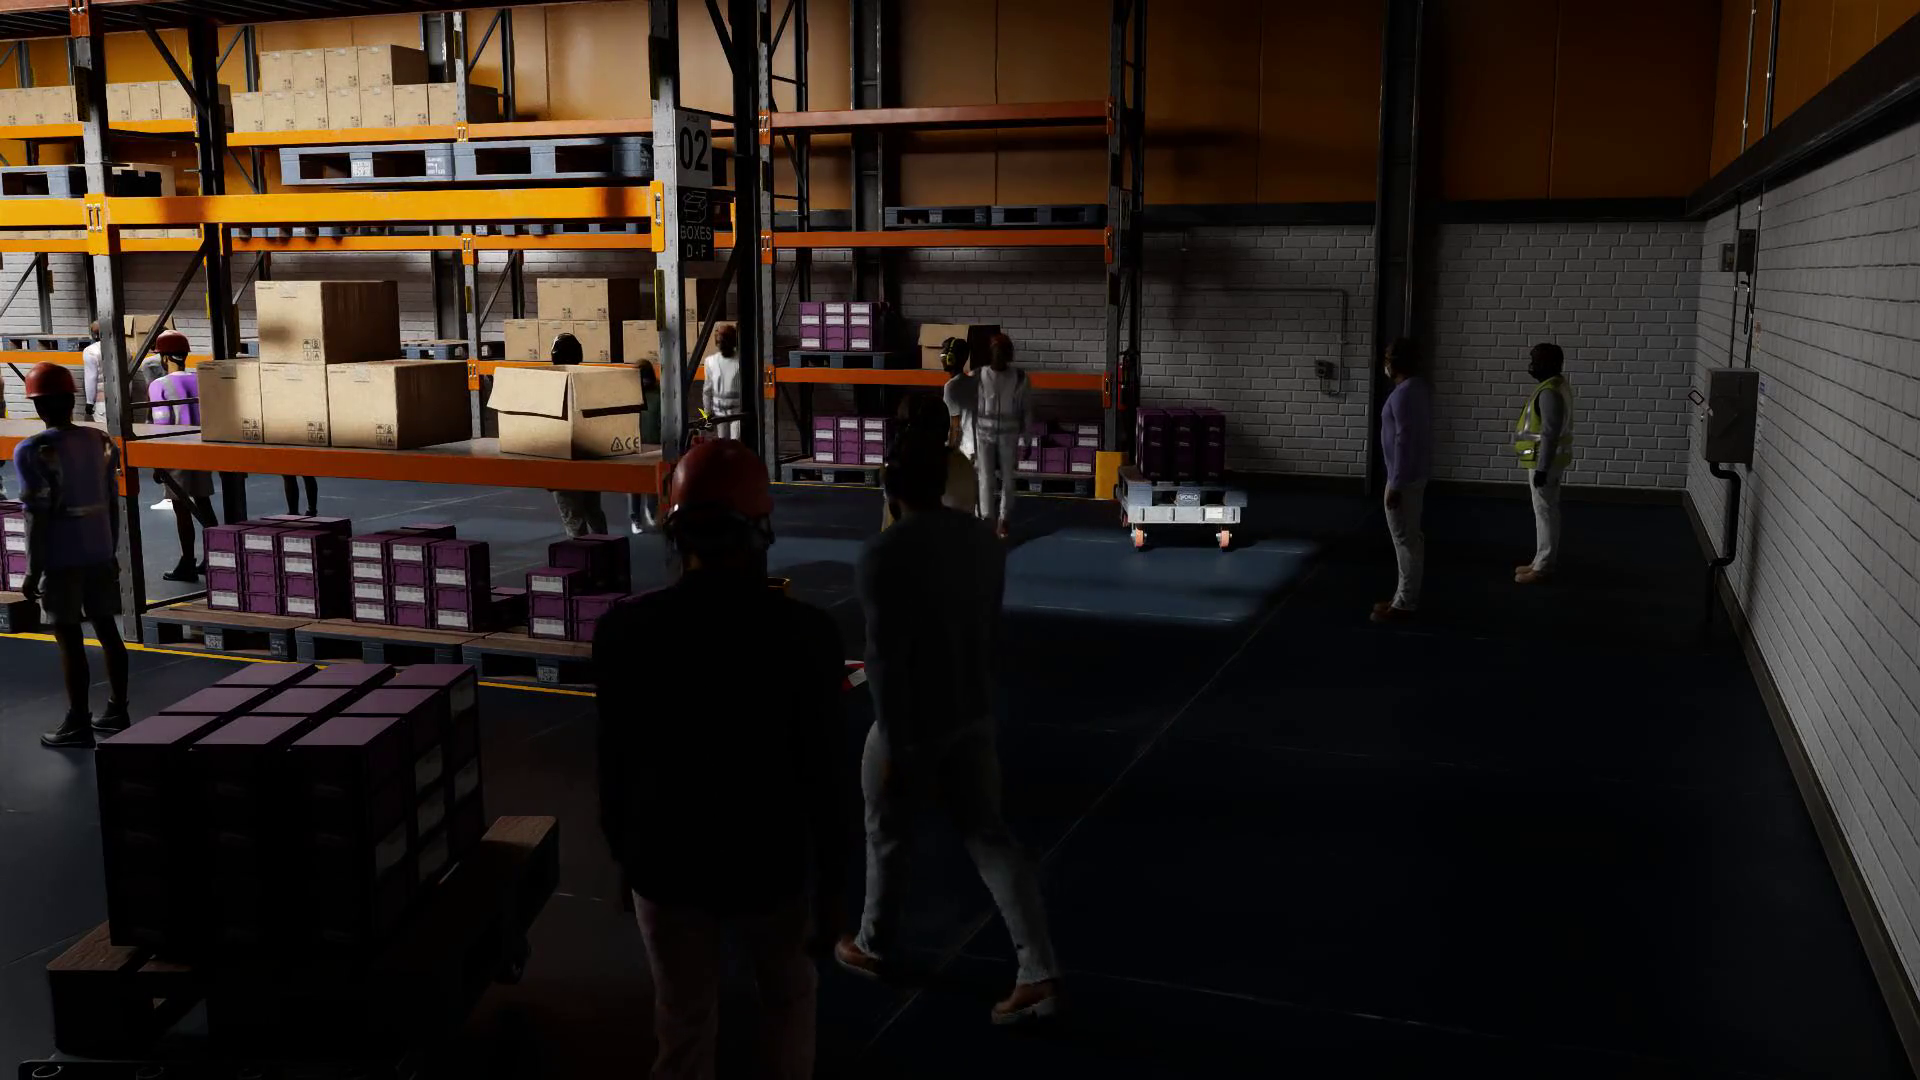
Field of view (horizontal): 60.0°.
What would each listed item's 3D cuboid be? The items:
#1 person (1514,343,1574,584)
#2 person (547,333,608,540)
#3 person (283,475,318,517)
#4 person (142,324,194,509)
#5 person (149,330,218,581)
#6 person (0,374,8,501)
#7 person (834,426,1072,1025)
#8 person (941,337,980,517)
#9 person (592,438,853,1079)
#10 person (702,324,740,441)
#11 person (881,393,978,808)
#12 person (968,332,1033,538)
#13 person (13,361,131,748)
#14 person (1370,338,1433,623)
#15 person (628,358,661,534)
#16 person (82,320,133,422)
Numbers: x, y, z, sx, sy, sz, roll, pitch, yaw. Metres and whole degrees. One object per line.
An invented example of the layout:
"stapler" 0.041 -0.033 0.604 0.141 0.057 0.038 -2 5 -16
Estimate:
"person" 4.470 -0.585 12.754 0.430 1.845 0.624 4 10 23
"person" -2.825 -0.543 12.195 0.379 1.937 0.629 4 10 23
"person" -6.152 -1.024 15.223 0.376 1.934 0.546 4 10 23
"person" -8.005 -1.235 16.748 0.336 1.873 0.521 4 10 23
"person" -6.014 -0.649 12.853 0.375 1.939 0.546 4 10 23
"person" -8.103 -0.767 13.645 0.383 1.923 0.588 4 10 23
"person" -0.025 0.585 5.282 0.643 1.894 1.007 -8 12 -42
"person" -0.023 -0.671 13.204 0.336 1.873 0.521 4 10 23
"person" -0.551 0.753 3.907 0.618 1.979 0.480 0 9 2
"person" -2.344 -1.275 17.038 0.582 1.863 0.417 4 10 23
"person" -0.153 0.267 7.406 0.430 1.845 0.624 4 10 23
"person" 0.330 -0.881 14.533 0.624 1.865 0.461 -1 9 -4
"person" -4.453 0.077 8.314 0.376 1.934 0.546 4 10 23
"person" 3.006 -0.399 11.294 0.379 1.937 0.629 4 10 23
"person" -2.889 -0.856 15.153 0.531 1.616 0.359 -3 10 -19
"person" -9.917 -1.634 19.355 0.430 1.841 0.624 4 10 23
